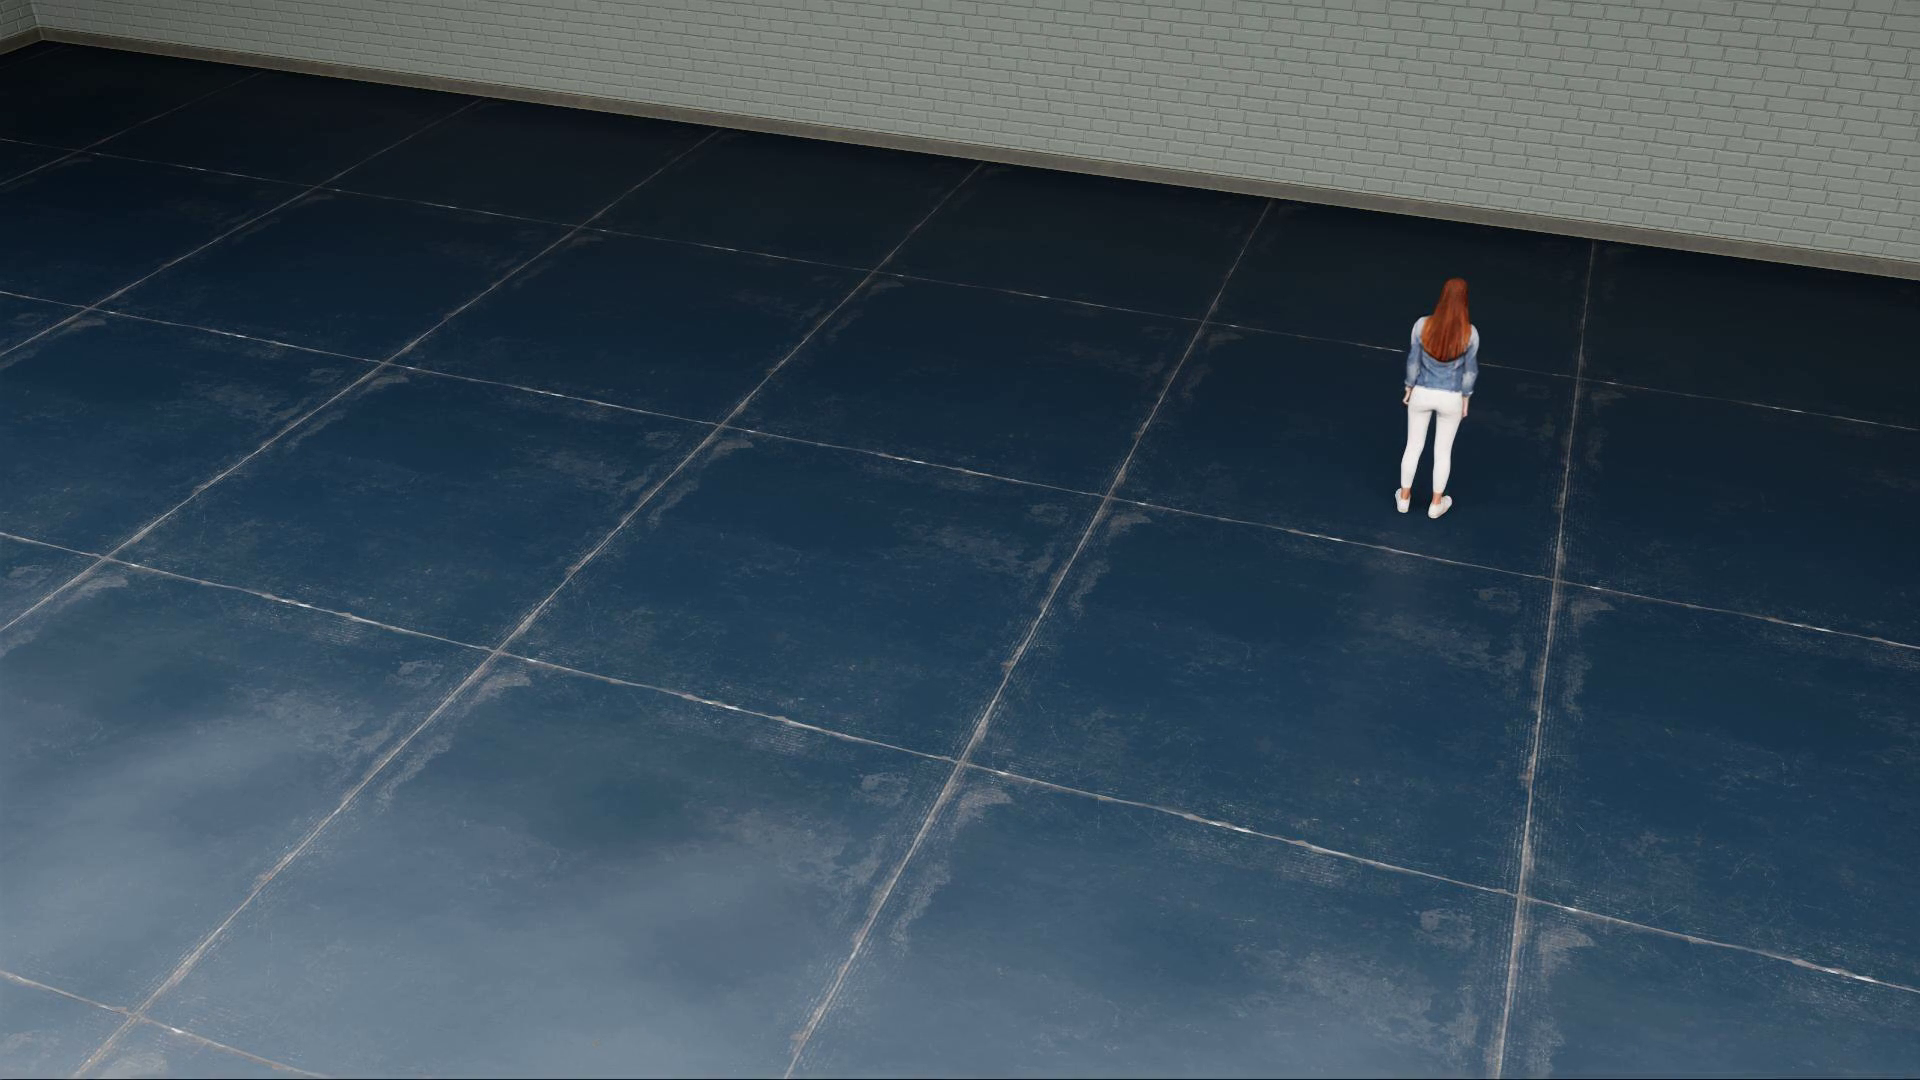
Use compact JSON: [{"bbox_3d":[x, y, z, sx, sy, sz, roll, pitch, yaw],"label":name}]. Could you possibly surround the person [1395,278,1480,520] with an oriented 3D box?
[{"bbox_3d":[3.152,-0.930,11.002,0.622,1.703,0.520,14,35,20],"label":"person"}]
